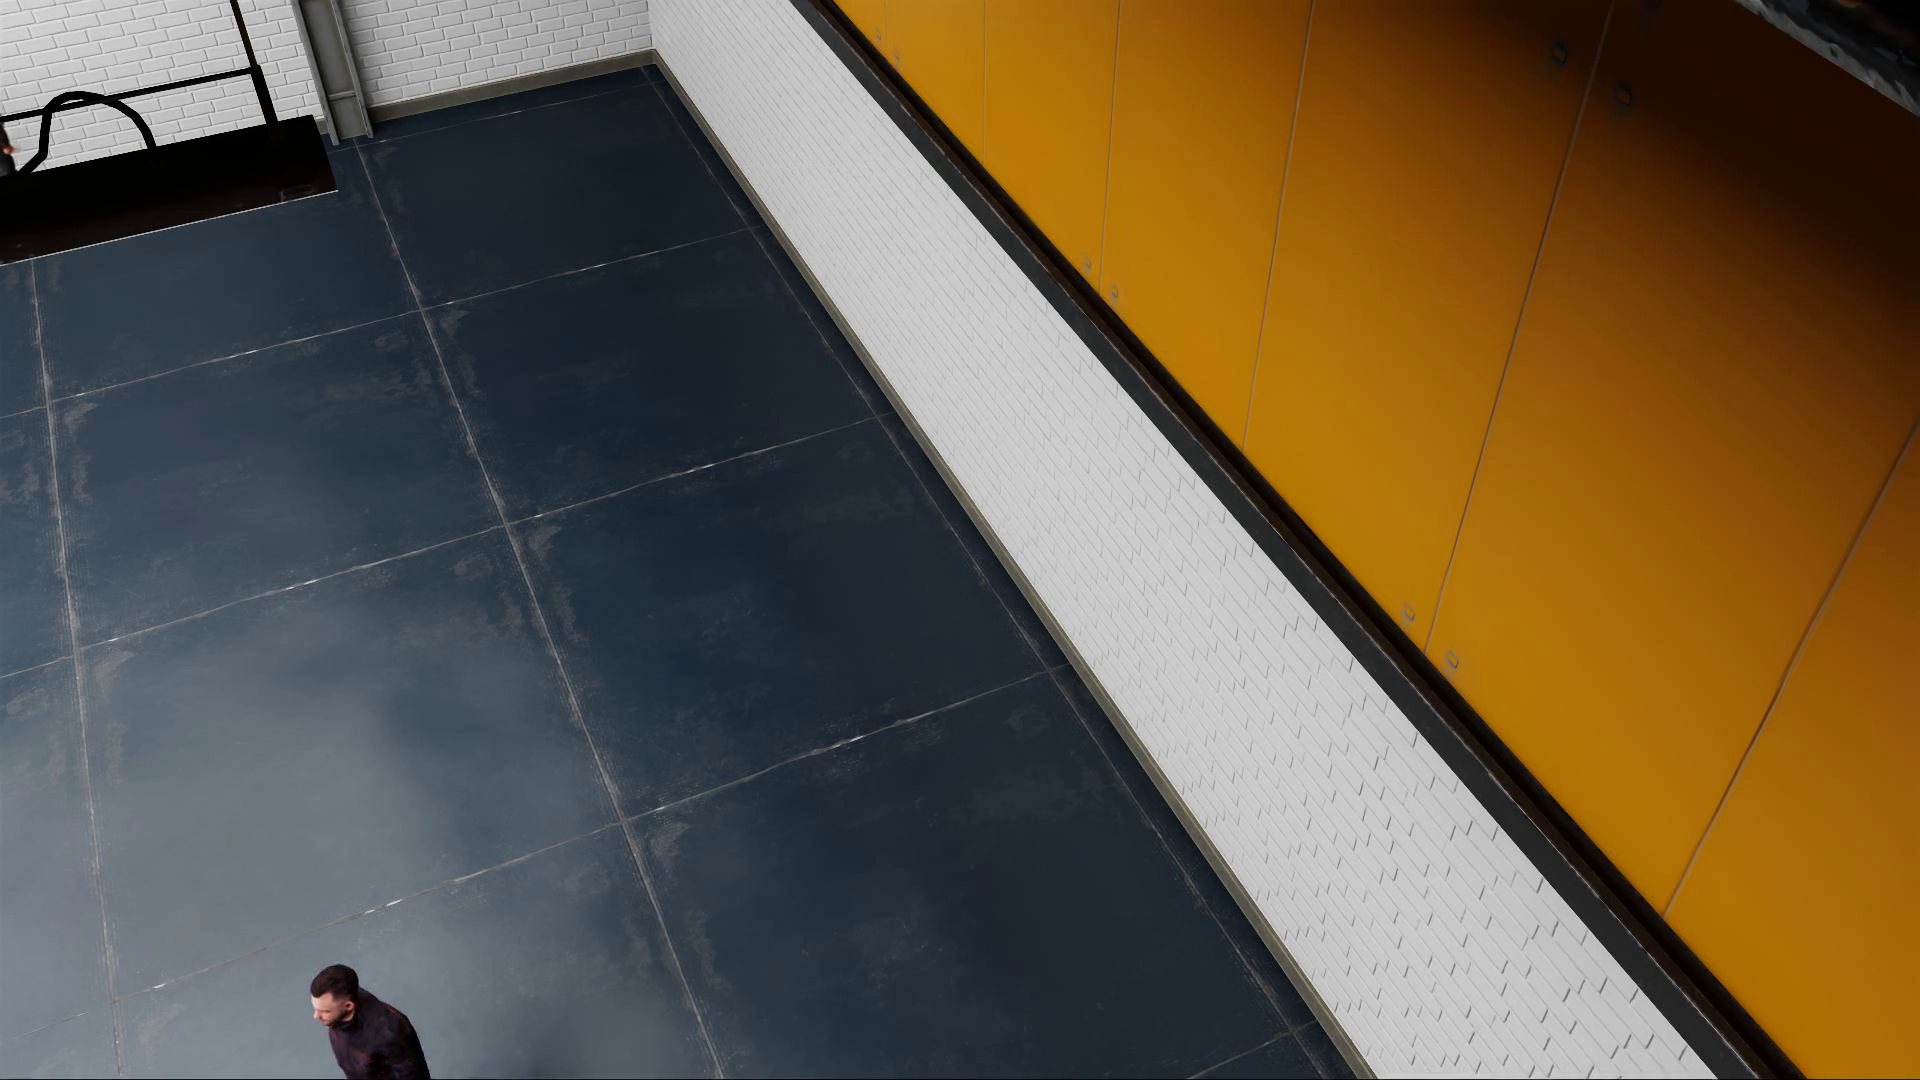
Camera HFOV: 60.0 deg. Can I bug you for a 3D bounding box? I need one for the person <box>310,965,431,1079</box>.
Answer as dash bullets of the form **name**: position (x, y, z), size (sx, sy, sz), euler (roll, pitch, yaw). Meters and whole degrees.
- **person**: position (-2.763, 2.596, 8.197), size (0.956, 1.843, 1.047), euler (24, 49, 23)
